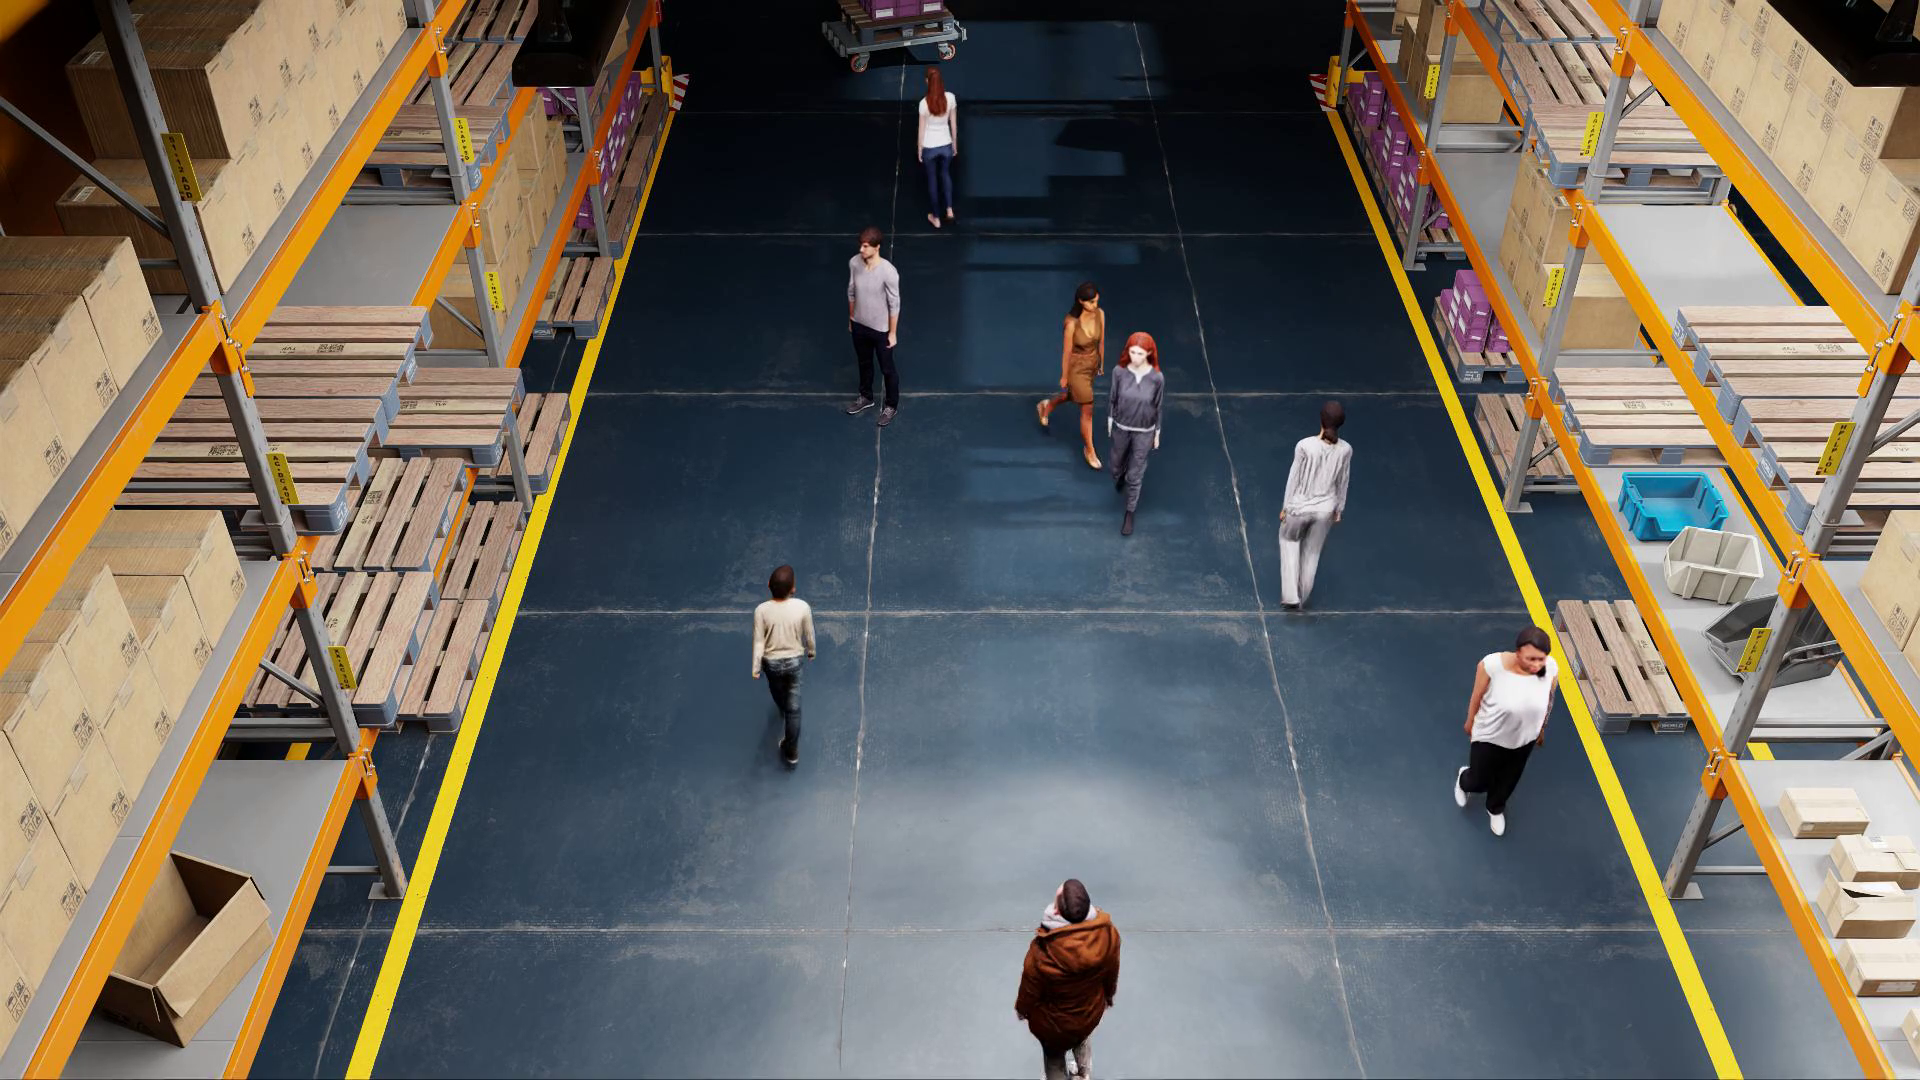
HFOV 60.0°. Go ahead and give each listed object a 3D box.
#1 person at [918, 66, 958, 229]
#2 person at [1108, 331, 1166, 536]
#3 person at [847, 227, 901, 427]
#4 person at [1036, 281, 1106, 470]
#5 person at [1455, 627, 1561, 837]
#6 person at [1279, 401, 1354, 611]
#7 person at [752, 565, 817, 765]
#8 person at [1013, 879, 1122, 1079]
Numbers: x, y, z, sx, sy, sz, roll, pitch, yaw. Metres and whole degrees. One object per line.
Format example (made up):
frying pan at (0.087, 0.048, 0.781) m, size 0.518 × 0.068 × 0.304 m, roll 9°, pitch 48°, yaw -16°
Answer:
person at (-0.199, -3.944, 16.906) m, size 0.715 × 1.732 × 0.798 m, roll -15°, pitch 41°, yaw -18°
person at (1.383, -0.895, 13.059) m, size 0.721 × 1.769 × 0.893 m, roll 10°, pitch 40°, yaw 13°
person at (-0.725, -1.848, 14.193) m, size 0.732 × 1.843 × 0.752 m, roll 24°, pitch 45°, yaw 27°
person at (0.947, -1.437, 13.833) m, size 1.020 × 1.650 × 1.121 m, roll -29°, pitch 47°, yaw -32°
person at (3.467, 1.157, 10.567) m, size 0.654 × 1.673 × 0.669 m, roll -2°, pitch 39°, yaw -2°
person at (2.583, -0.181, 12.178) m, size 0.631 × 1.753 × 0.684 m, roll 1°, pitch 39°, yaw 1°
person at (-1.187, 0.878, 11.117) m, size 0.659 × 1.421 × 0.978 m, roll -7°, pitch 39°, yaw -8°
person at (0.600, 2.508, 8.753) m, size 0.826 × 1.825 × 0.849 m, roll -18°, pitch 42°, yaw -21°
